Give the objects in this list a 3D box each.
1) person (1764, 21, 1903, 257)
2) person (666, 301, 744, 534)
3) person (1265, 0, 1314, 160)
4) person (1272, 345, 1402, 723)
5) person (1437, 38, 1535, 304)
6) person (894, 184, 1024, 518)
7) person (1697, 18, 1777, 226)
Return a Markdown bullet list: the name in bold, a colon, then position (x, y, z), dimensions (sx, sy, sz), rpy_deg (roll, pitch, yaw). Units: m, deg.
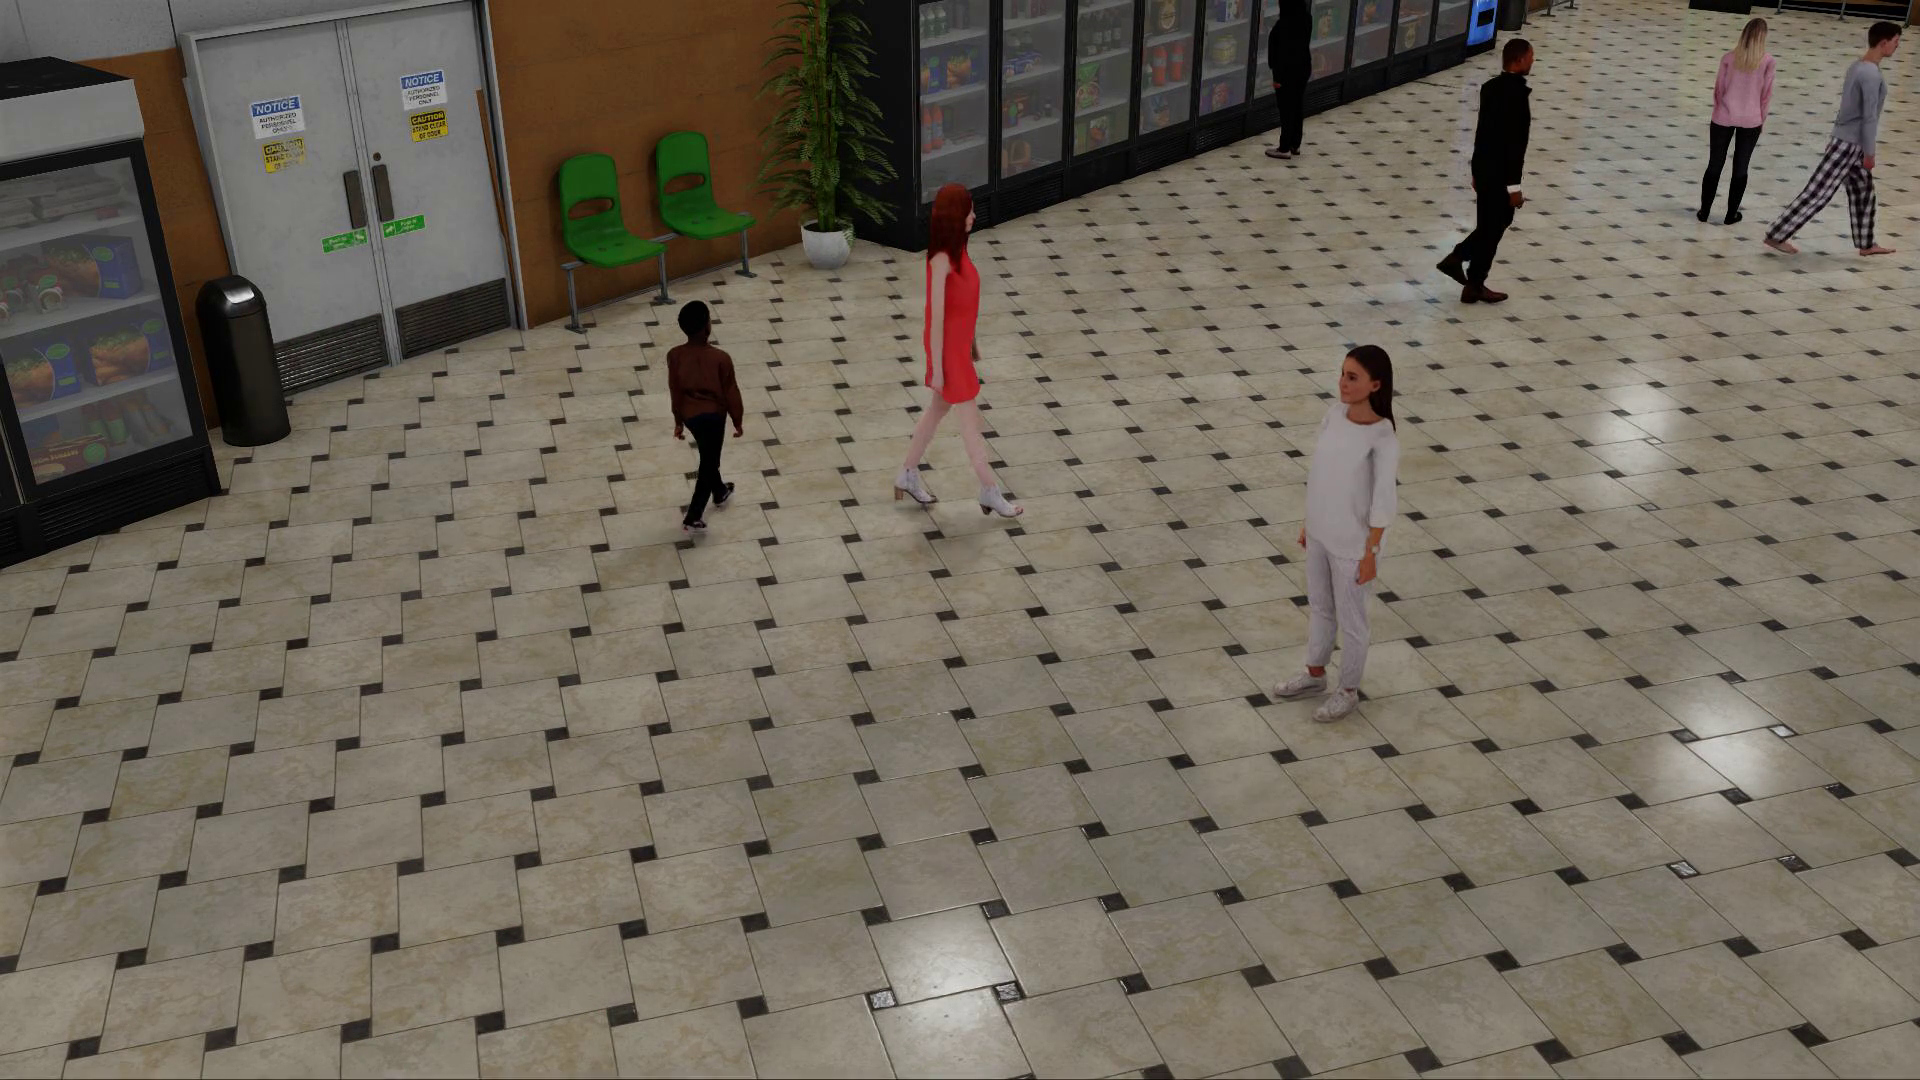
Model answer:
- **person**: position (6.777, -3.040, 12.882), dimensions (1.306, 1.786, 1.001), rpy_deg (9, 28, 16)
- **person**: position (-1.365, -0.623, 8.728), dimensions (0.923, 1.233, 0.834), rpy_deg (7, 28, 14)
- **person**: position (3.177, -4.482, 15.919), dimensions (0.605, 1.612, 0.622), rpy_deg (22, 34, 36)
- **person**: position (1.638, -0.031, 7.057), dimensions (0.724, 1.688, 0.587), rpy_deg (-15, 31, -27)
- **person**: position (3.755, -2.610, 11.920), dimensions (0.948, 1.890, 0.891), rpy_deg (0, 27, 0)
- **person**: position (-0.130, -0.969, 8.788), dimensions (1.065, 1.797, 0.926), rpy_deg (4, 27, 7)
- **person**: position (6.484, -3.494, 13.885), dimensions (0.536, 1.688, 0.696), rpy_deg (14, 30, 26)
